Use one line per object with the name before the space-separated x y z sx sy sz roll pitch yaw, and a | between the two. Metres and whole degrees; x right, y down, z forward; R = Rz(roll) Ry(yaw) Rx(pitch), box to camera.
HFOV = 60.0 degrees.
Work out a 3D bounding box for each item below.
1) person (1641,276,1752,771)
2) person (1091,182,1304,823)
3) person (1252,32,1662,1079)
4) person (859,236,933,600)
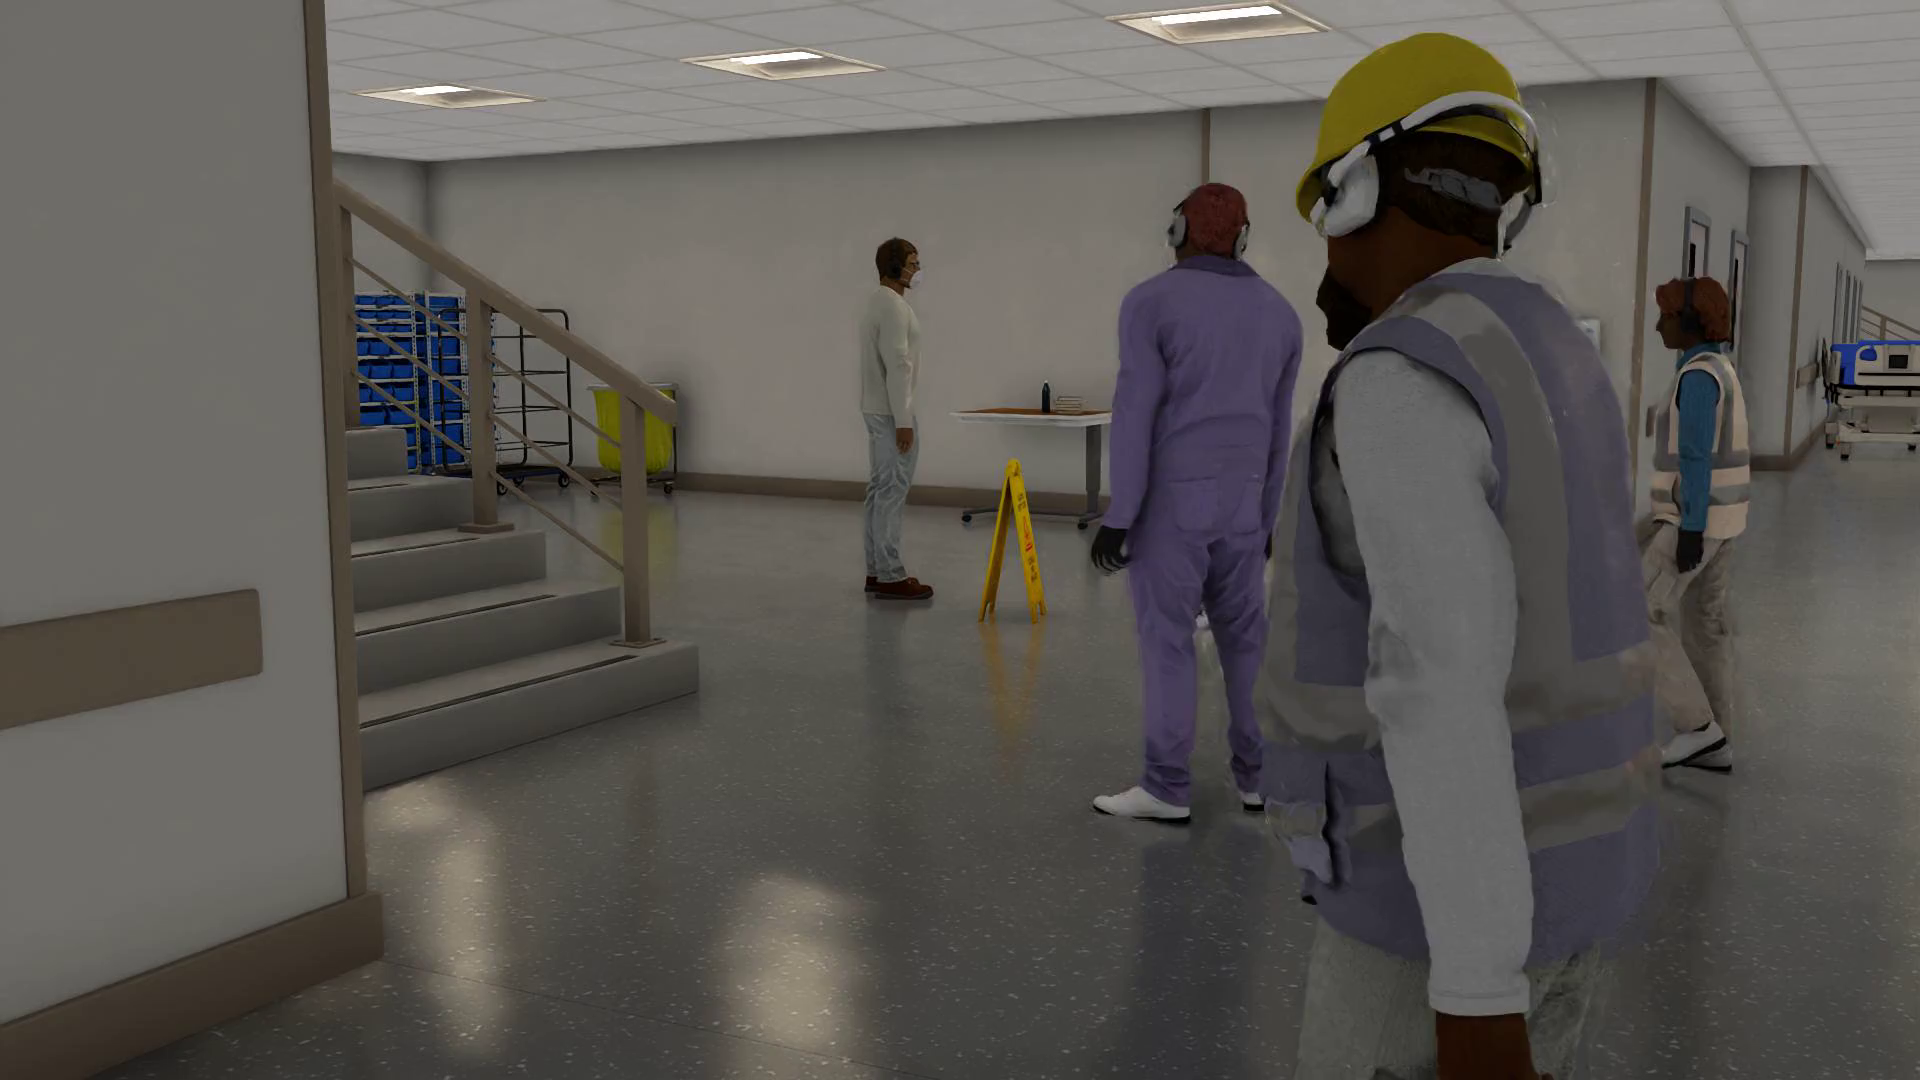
person | 2.378 -0.038 5.426 0.396 1.622 0.538 4 8 29
person | 0.696 -0.106 4.986 0.696 1.884 0.393 -4 9 -31
person | 0.533 0.351 1.807 0.499 1.790 0.615 5 9 36
person | -0.358 -0.650 8.945 0.358 1.938 0.636 -2 8 -13
